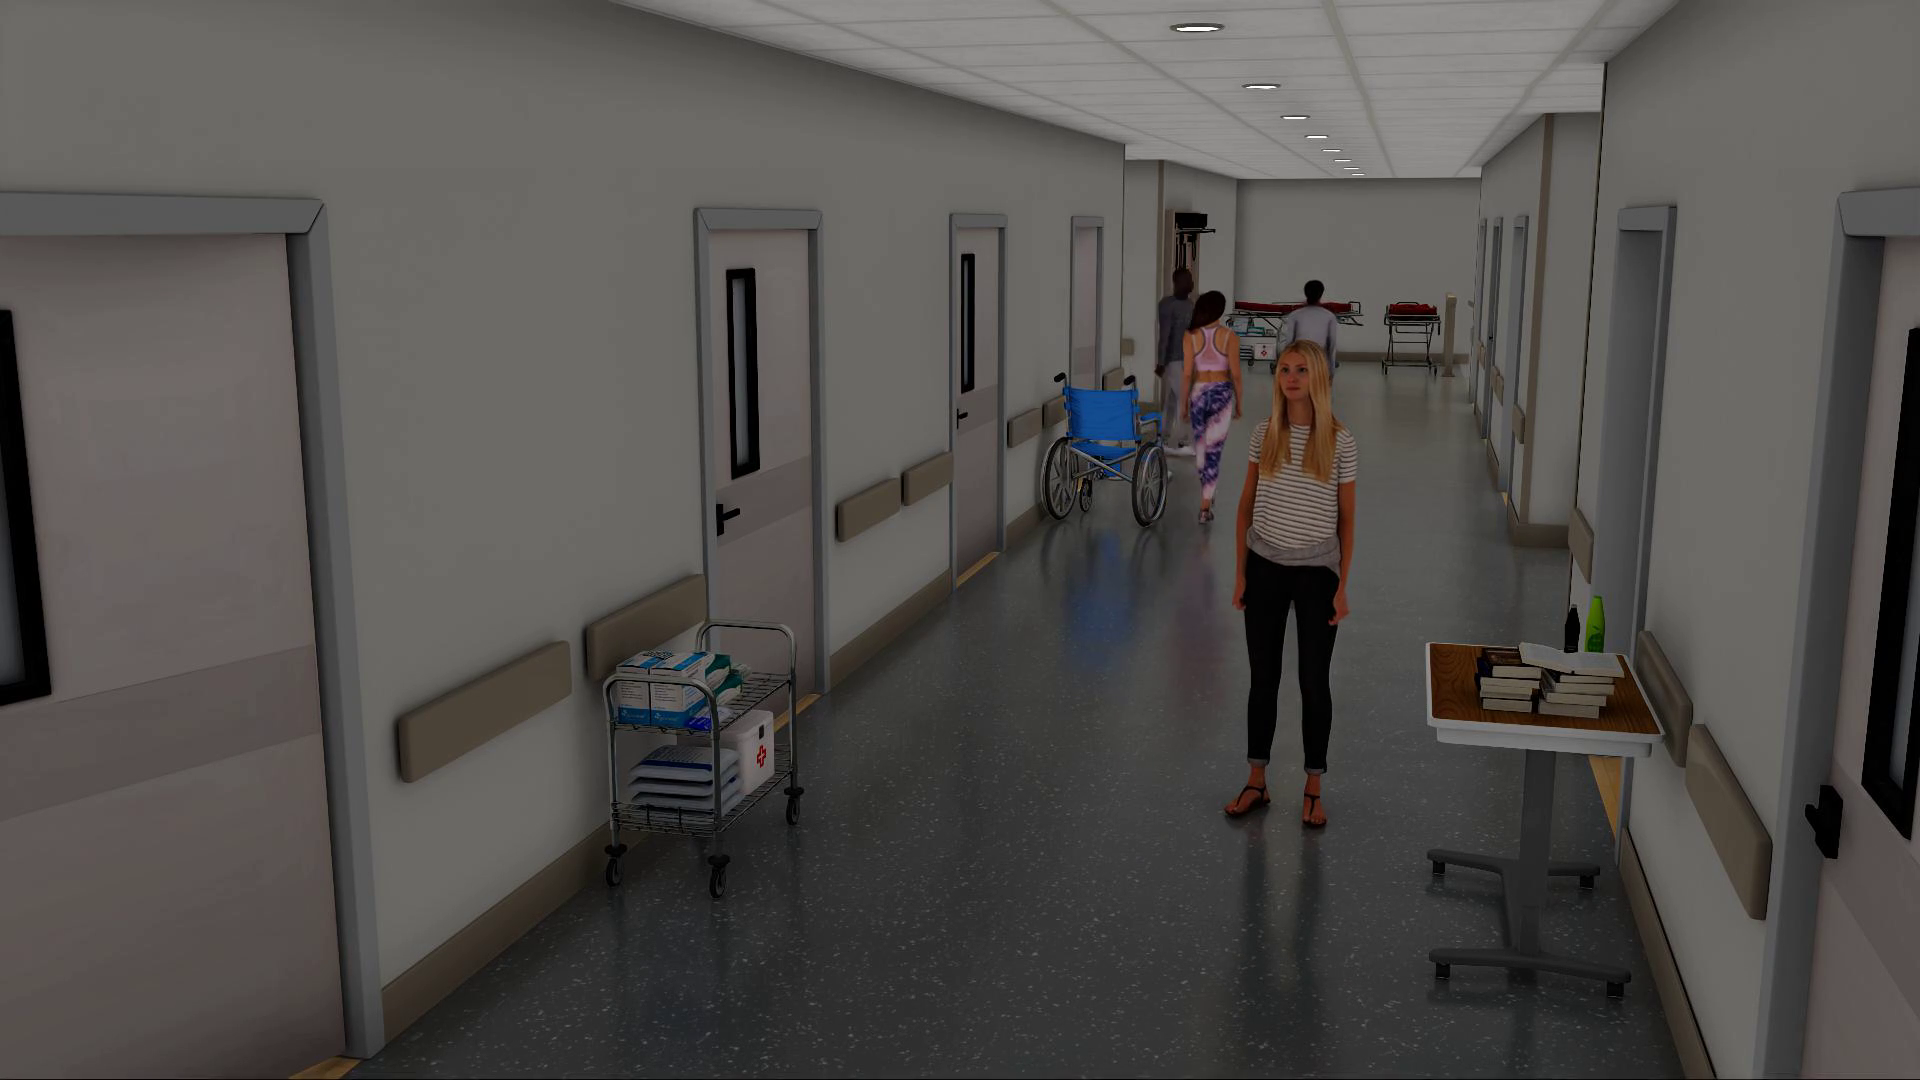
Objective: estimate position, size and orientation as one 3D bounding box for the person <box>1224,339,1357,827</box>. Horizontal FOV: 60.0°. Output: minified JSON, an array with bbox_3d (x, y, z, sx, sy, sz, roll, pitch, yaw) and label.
[{"bbox_3d":[1.264,0.156,6.301,0.619,1.827,0.565,5,12,23],"label":"person"}]

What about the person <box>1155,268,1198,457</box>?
[{"bbox_3d":[2.028,-1.725,16.225,0.917,1.820,0.879,8,13,36],"label":"person"}]

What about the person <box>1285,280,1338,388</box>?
[{"bbox_3d":[3.311,-1.587,15.768,0.684,1.721,0.671,1,11,8],"label":"person"}]

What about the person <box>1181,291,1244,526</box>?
[{"bbox_3d":[1.869,-0.956,12.449,0.629,1.719,1.132,4,11,18],"label":"person"}]
